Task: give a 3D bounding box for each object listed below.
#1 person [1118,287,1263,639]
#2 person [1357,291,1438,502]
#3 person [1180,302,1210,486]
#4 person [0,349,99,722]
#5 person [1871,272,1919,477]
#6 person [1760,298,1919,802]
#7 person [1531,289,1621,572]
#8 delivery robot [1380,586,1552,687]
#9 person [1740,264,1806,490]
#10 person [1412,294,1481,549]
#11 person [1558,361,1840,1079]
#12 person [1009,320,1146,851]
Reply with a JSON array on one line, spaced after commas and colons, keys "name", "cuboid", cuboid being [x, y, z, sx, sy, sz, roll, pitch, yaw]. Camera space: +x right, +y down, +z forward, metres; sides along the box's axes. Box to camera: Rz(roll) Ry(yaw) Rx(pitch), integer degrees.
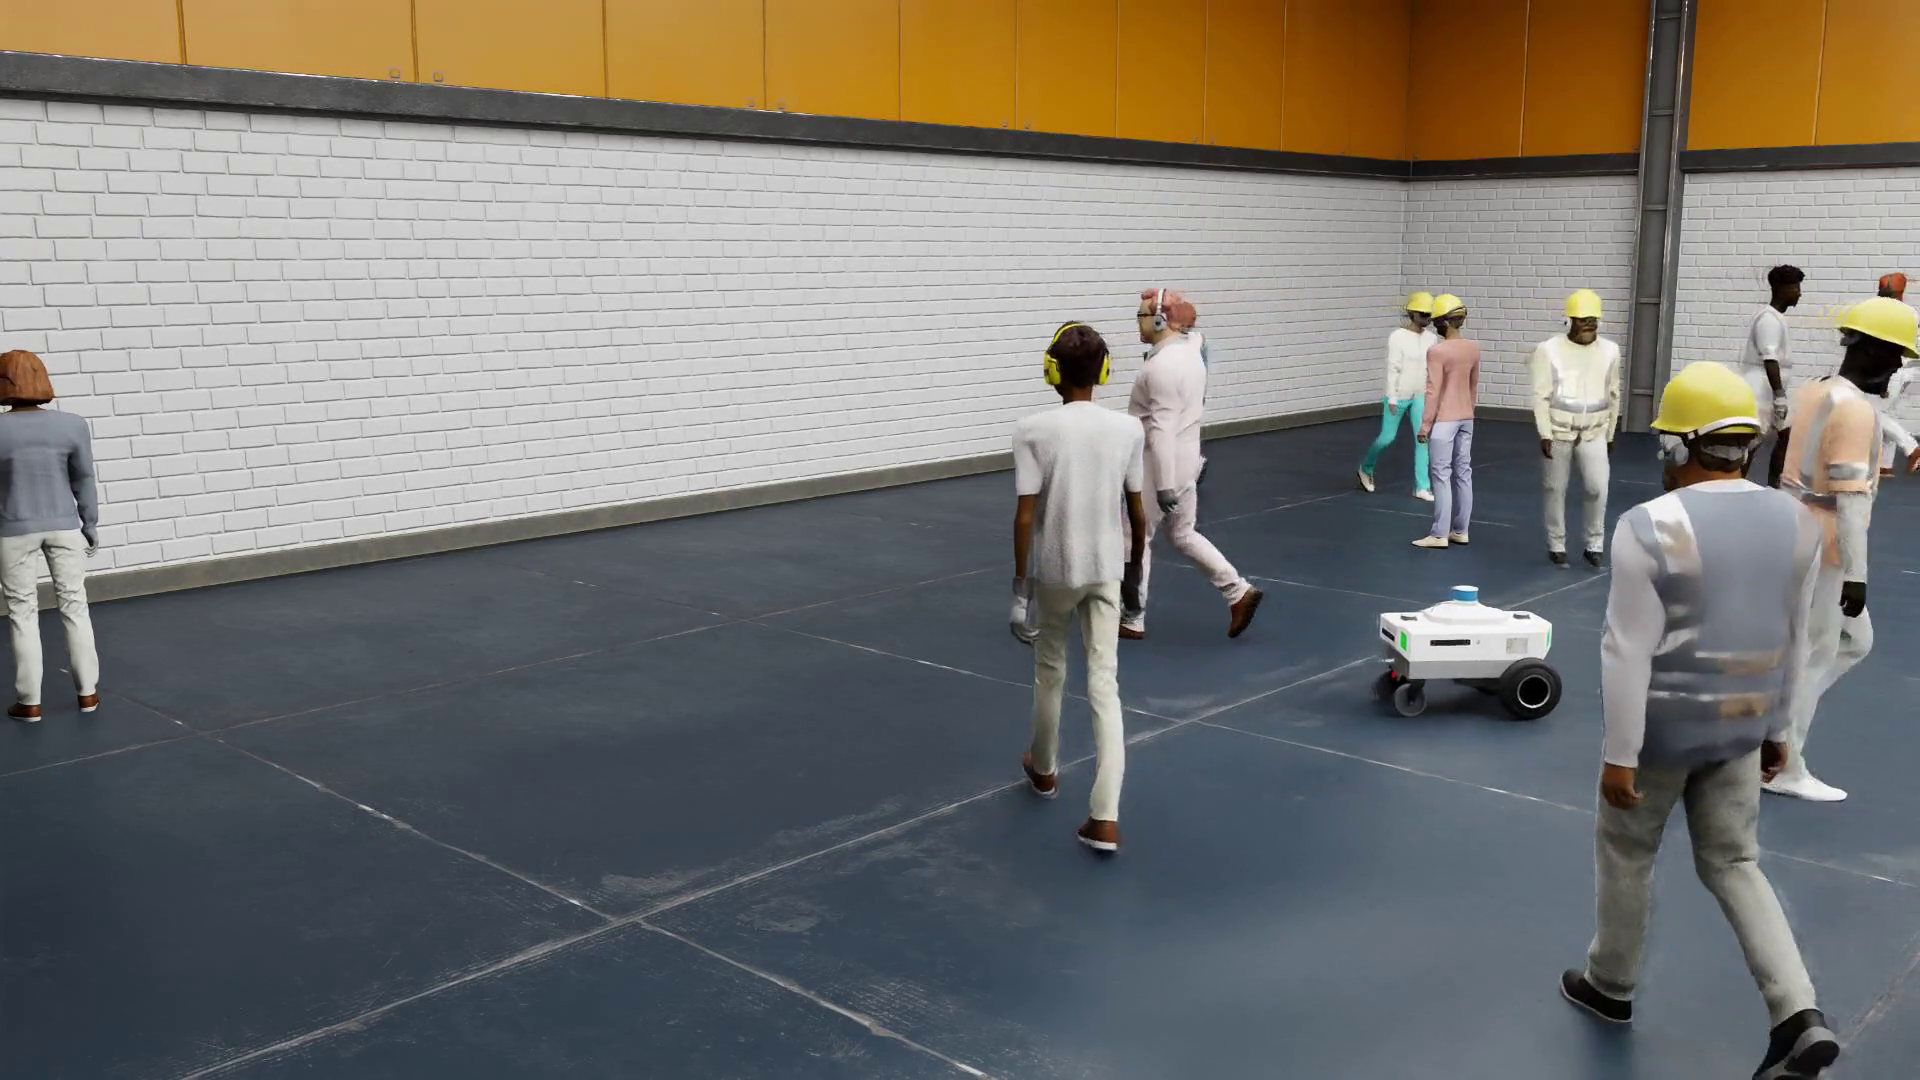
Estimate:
[{"name": "person", "cuboid": [1.144, -0.384, 8.733, 0.820, 1.877, 0.641, 5, 11, 25]}, {"name": "person", "cuboid": [3.680, -1.214, 13.874, 0.523, 1.730, 0.824, -4, 11, -23]}, {"name": "person", "cuboid": [1.979, -1.273, 14.541, 0.520, 1.615, 0.691, -6, 12, -33]}, {"name": "person", "cuboid": [-4.072, -0.019, 7.339, 0.507, 1.636, 0.273, -9, 13, -41]}, {"name": "person", "cuboid": [8.422, -1.456, 14.871, 0.611, 1.864, 0.597, -6, 12, -33]}, {"name": "person", "cuboid": [3.296, 0.039, 6.282, 0.486, 1.888, 0.714, 3, 10, 16]}, {"name": "person", "cuboid": [3.957, -0.687, 10.646, 0.587, 1.809, 0.605, 1, 10, 4]}, {"name": "delivery robot", "cuboid": [2.265, 0.450, 7.482, 0.707, 0.478, 0.477, -1, 10, -3]}, {"name": "person", "cuboid": [6.374, -1.160, 12.948, 0.701, 1.940, 0.639, 6, 12, 31]}, {"name": "person", "cuboid": [3.367, -0.815, 11.528, 0.524, 1.760, 0.327, -7, 12, -35]}, {"name": "person", "cuboid": [1.872, 0.461, 4.148, 0.598, 1.803, 0.810, -3, 10, -14]}, {"name": "person", "cuboid": [0.418, 0.132, 5.957, 0.540, 1.817, 1.006, -2, 10, -10]}]
